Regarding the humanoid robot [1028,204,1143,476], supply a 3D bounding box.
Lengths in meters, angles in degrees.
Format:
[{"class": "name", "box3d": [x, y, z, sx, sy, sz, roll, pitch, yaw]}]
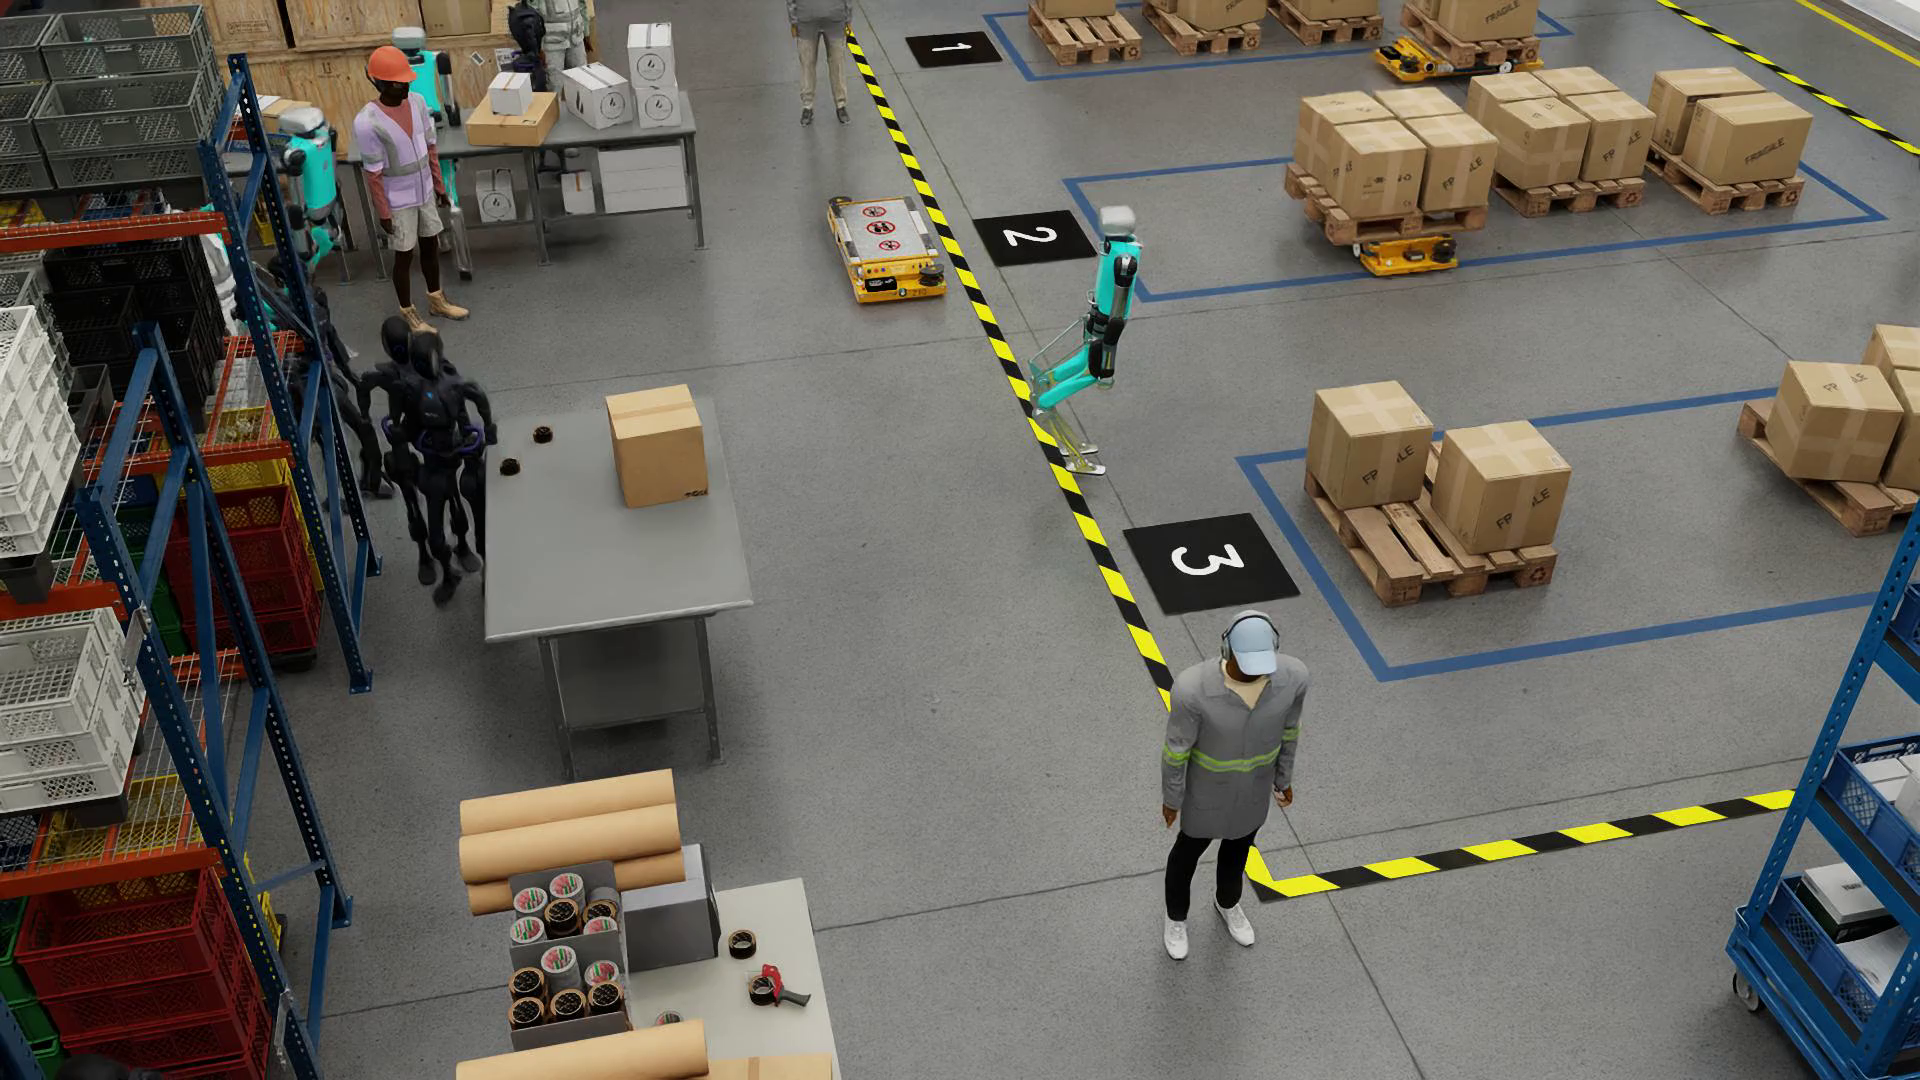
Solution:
[{"class": "humanoid robot", "box3d": [0.665, -1.159, 9.769, 0.735, 1.677, 0.533, -1, 37, -1]}]

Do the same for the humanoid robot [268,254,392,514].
[{"class": "humanoid robot", "box3d": [-3.663, -0.873, 9.541, 0.359, 1.645, 0.602, 7, 37, 9]}]

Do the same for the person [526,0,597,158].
[{"class": "person", "box3d": [-3.277, -4.132, 13.711, 0.412, 1.939, 0.602, 25, 43, 30]}]

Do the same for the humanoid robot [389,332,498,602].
[{"class": "humanoid robot", "box3d": [-2.711, -0.382, 8.890, 0.588, 1.651, 0.341, -1, 37, -2]}]

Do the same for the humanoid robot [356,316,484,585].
[{"class": "humanoid robot", "box3d": [-2.920, -0.487, 9.033, 0.616, 1.657, 0.306, -17, 40, -21]}]

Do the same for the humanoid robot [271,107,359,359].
[{"class": "humanoid robot", "box3d": [-4.491, -2.006, 11.088, 0.871, 1.827, 0.538, 7, 37, 9]}]

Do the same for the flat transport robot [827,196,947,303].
[{"class": "flat transport robot", "box3d": [-0.570, -2.220, 12.538, 0.659, 0.231, 1.431, -8, 37, -10]}]

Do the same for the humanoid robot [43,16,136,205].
[{"class": "humanoid robot", "box3d": [-6.248, -2.844, 12.141, 0.596, 1.765, 0.882, -14, 39, -18]}]

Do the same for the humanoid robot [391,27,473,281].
[{"class": "humanoid robot", "box3d": [-3.802, -2.702, 11.981, 0.538, 1.763, 0.997, -12, 38, -15]}]

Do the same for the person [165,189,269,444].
[{"class": "person", "box3d": [-4.555, -1.439, 10.139, 0.341, 1.877, 0.573, -15, 39, -19]}]

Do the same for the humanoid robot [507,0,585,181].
[{"class": "humanoid robot", "box3d": [-3.377, -3.738, 13.397, 0.401, 1.654, 0.616, -13, 39, -17]}]

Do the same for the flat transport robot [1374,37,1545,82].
[{"class": "flat transport robot", "box3d": [4.720, -4.596, 15.707, 1.431, 0.197, 0.652, -8, 37, -10]}]

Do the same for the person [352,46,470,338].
[{"class": "person", "box3d": [-3.688, -2.327, 11.207, 0.408, 2.036, 0.604, 18, 40, 23]}]

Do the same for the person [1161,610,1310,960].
[{"class": "person", "box3d": [1.117, 1.019, 6.858, 0.594, 1.850, 0.398, -8, 37, -10]}]

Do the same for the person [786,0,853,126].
[{"class": "person", "box3d": [-1.197, -4.452, 14.279, 0.572, 1.769, 0.398, -5, 37, -6]}]

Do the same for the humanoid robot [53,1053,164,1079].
[{"class": "humanoid robot", "box3d": [-2.678, 2.237, 5.373, 0.518, 1.650, 0.594, 2, 37, 3]}]

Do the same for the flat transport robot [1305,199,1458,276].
[{"class": "flat transport robot", "box3d": [3.237, -2.470, 12.849, 0.652, 0.197, 1.431, -8, 37, -10]}]

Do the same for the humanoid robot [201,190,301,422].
[{"class": "humanoid robot", "box3d": [-4.320, -1.532, 10.352, 0.750, 1.752, 0.533, -4, 37, -6]}]
